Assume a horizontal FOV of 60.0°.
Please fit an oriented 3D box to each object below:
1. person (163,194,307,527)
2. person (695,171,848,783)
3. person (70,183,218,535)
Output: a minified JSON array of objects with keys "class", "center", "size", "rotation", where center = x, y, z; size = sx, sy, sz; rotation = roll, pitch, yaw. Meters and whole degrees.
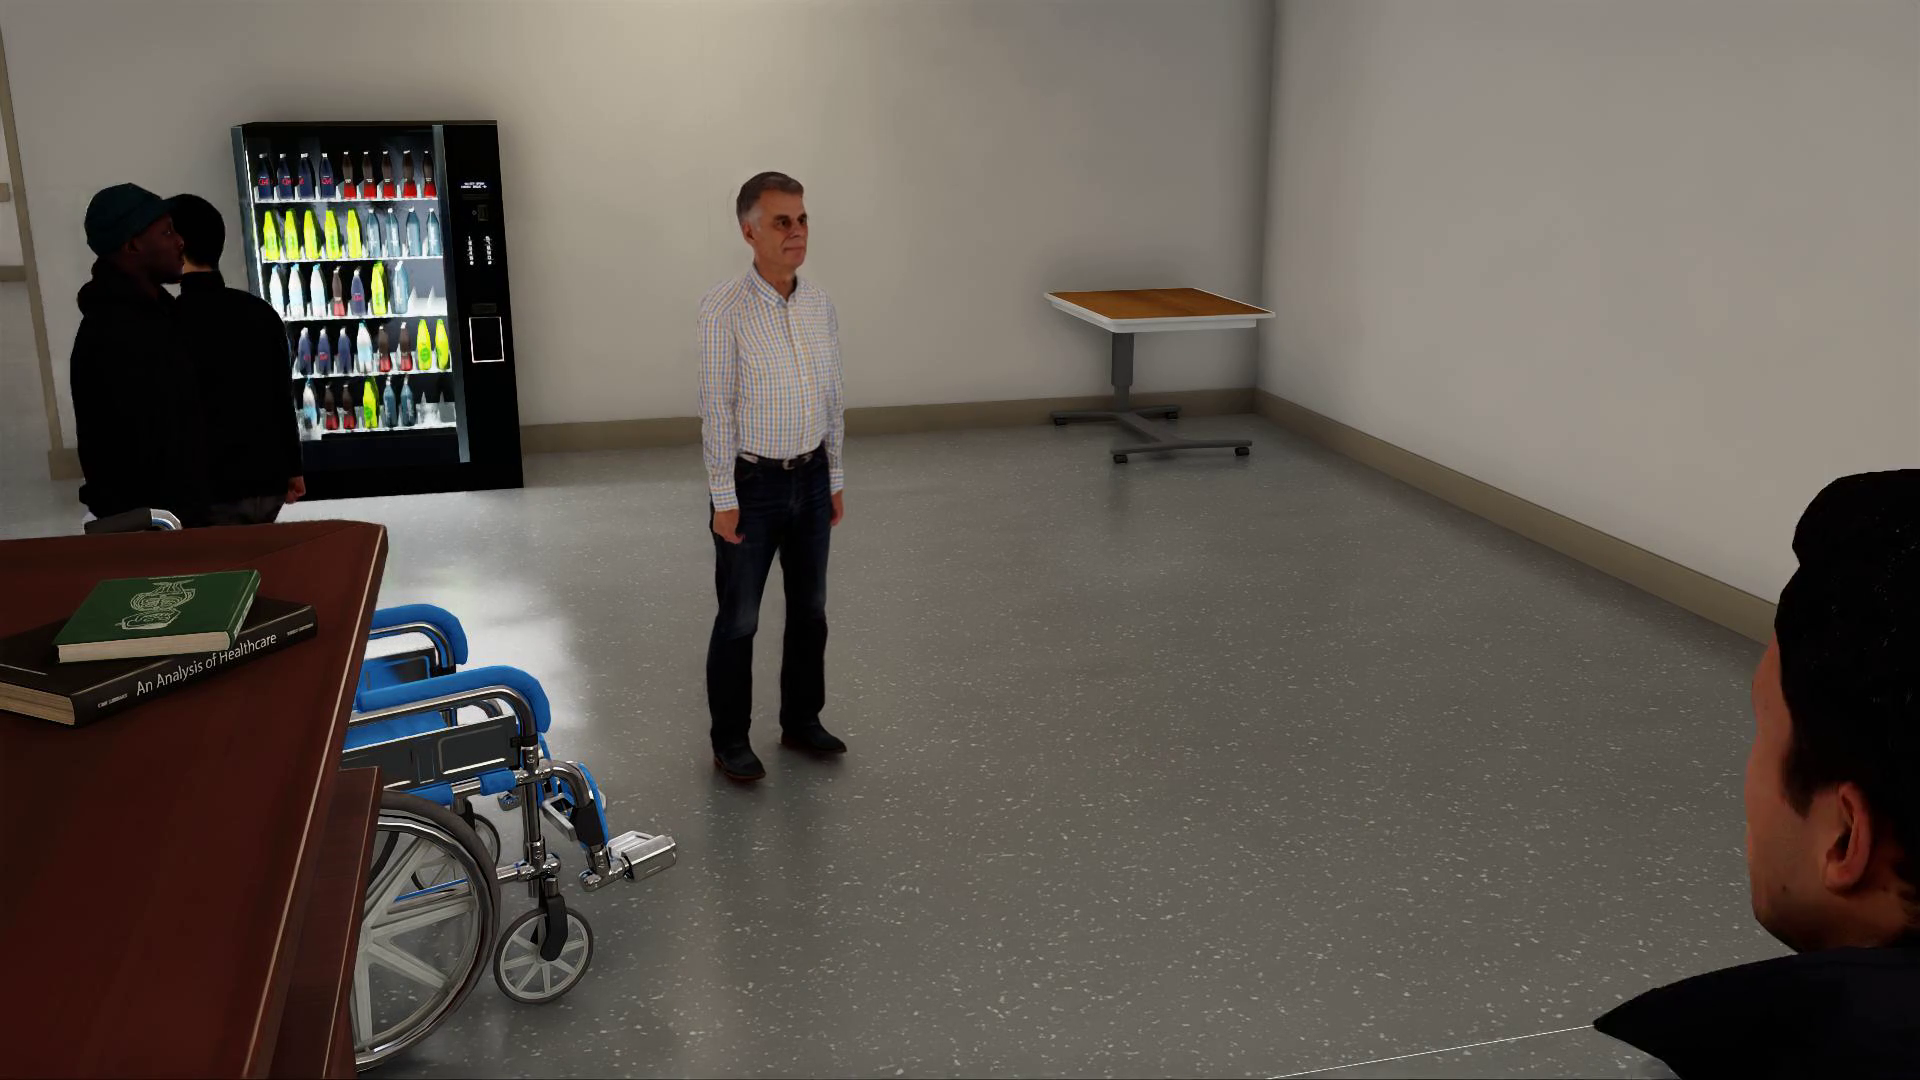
[{"class":"person","center":[-2.265,-0.207,5.243],"size":[0.827,1.713,0.775],"rotation":[8,18,26]},{"class":"person","center":[-0.567,-0.182,4.968],"size":[0.658,1.815,0.787],"rotation":[-12,20,-37]},{"class":"person","center":[-2.221,0.009,4.364],"size":[1.234,1.774,0.675],"rotation":[-4,16,-13]}]
